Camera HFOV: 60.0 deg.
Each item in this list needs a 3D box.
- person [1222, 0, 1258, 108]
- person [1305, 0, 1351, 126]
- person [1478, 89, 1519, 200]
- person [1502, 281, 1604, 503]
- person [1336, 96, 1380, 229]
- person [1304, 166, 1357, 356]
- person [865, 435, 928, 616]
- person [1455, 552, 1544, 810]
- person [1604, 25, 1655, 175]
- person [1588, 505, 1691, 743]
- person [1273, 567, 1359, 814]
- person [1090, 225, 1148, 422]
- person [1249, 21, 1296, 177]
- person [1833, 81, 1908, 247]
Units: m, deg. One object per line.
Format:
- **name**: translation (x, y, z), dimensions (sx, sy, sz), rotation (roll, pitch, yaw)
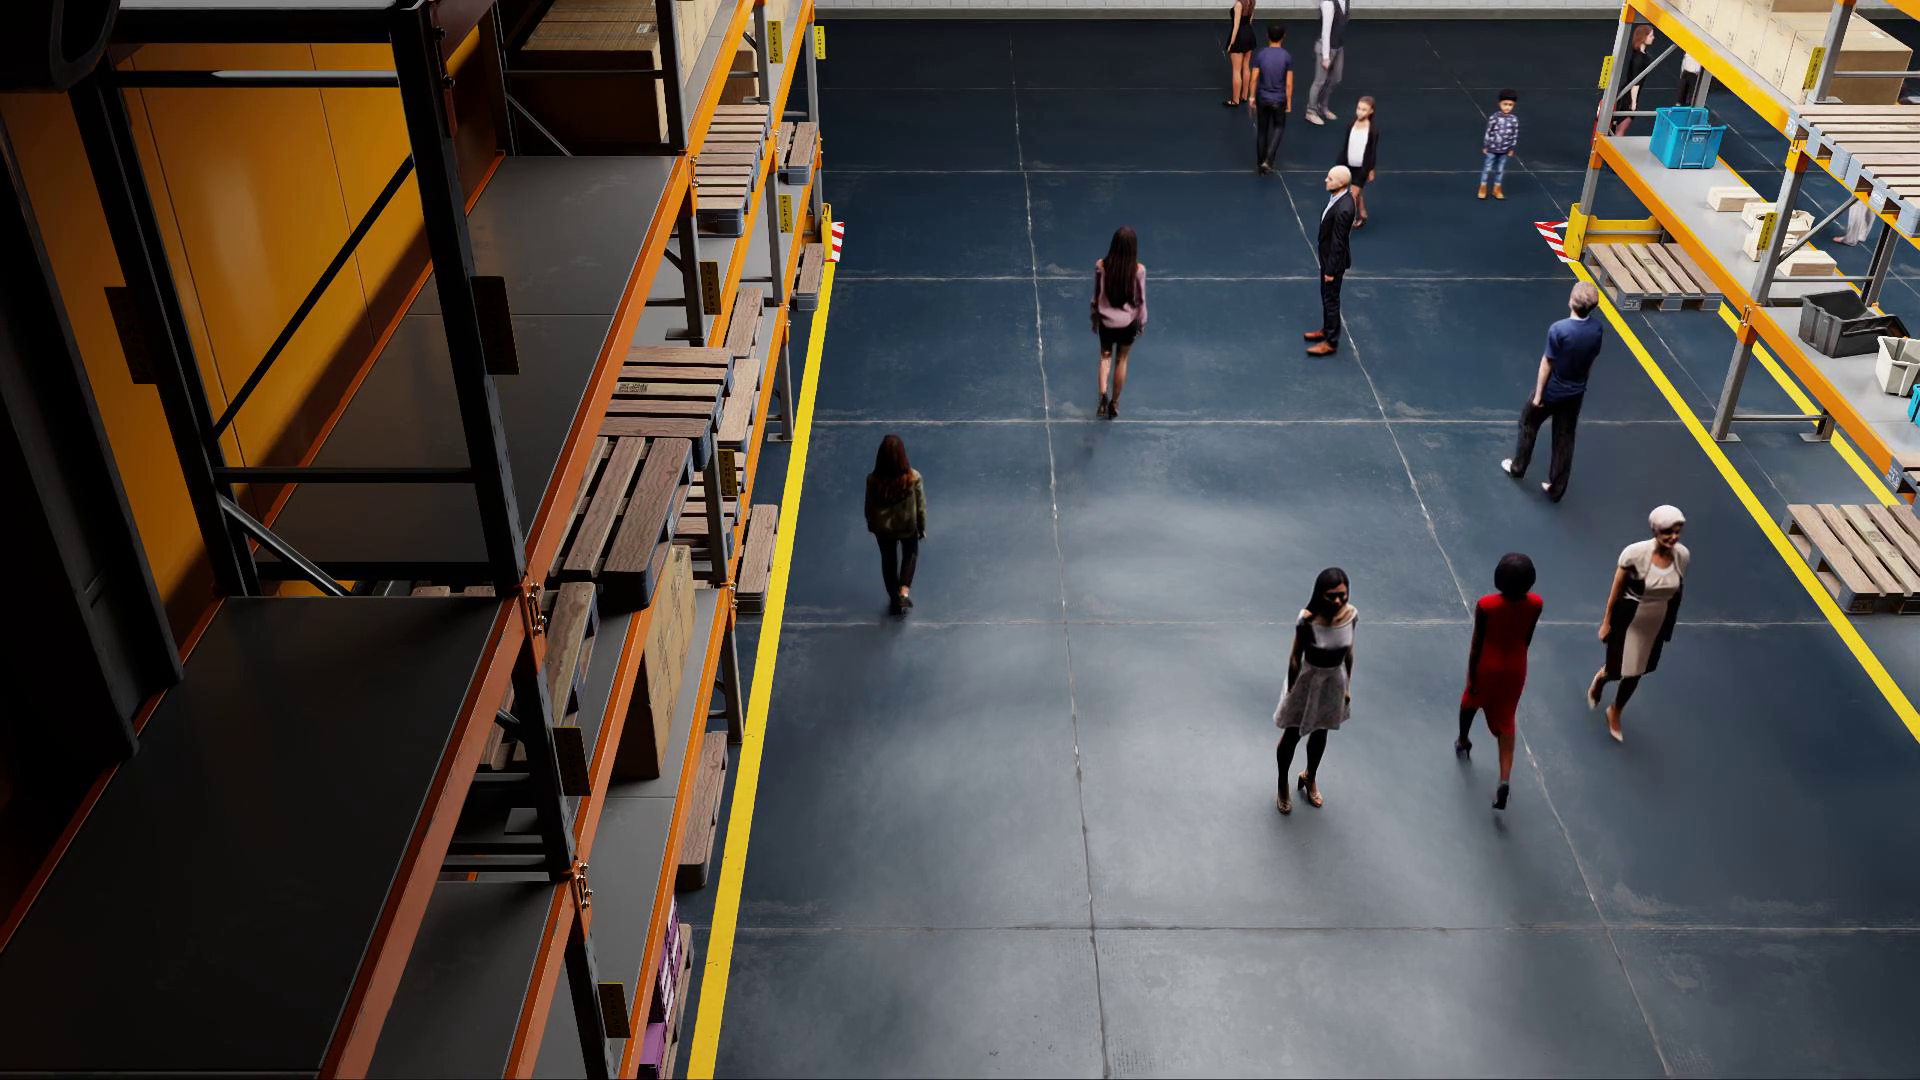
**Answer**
- **person**: translation (3.586, -6.386, 21.228), dimensions (0.741, 1.675, 0.675), rotation (27, 42, 34)
- **person**: translation (4.538, -6.106, 20.594), dimensions (0.890, 1.910, 0.836), rotation (22, 39, 29)
- **person**: translation (6.066, -4.458, 18.715), dimensions (0.525, 1.248, 0.523), rotation (4, 34, 7)
- **person**: translation (4.799, -1.124, 13.157), dimensions (0.766, 1.848, 0.930), rotation (-6, 34, -9)
- **person**: translation (4.276, -3.992, 17.773), dimensions (0.990, 1.513, 1.106), rotation (25, 41, 32)
- **person**: translation (3.467, -2.610, 15.439), dimensions (0.747, 1.796, 0.497), rotation (2, 34, 4)
- **person**: translation (-0.461, -0.062, 11.898), dimensions (0.594, 1.472, 0.570), rotation (1, 34, 2)
- **person**: translation (3.350, 0.878, 10.267), dimensions (0.610, 1.713, 1.091), rotation (3, 34, 4)
- **person**: translation (7.759, -5.127, 19.307), dimensions (0.694, 1.706, 0.520), rotation (8, 34, 12)
- **person**: translation (4.371, 0.497, 10.808), dimensions (0.666, 1.747, 0.766), rotation (-2, 34, -3)
- **person**: translation (2.172, 0.921, 10.147), dimensions (0.708, 1.774, 0.709), rotation (-8, 34, -11)
- **person**: translation (1.337, -1.793, 14.204), dimensions (0.727, 1.803, 0.763), rotation (9, 35, 13)
- **person**: translation (3.555, -5.020, 19.073), dimensions (0.766, 1.786, 0.810), rotation (11, 35, 16)
- **person**: translation (9.631, -3.972, 17.508), dimensions (0.670, 1.773, 0.676), rotation (-17, 37, -24)
